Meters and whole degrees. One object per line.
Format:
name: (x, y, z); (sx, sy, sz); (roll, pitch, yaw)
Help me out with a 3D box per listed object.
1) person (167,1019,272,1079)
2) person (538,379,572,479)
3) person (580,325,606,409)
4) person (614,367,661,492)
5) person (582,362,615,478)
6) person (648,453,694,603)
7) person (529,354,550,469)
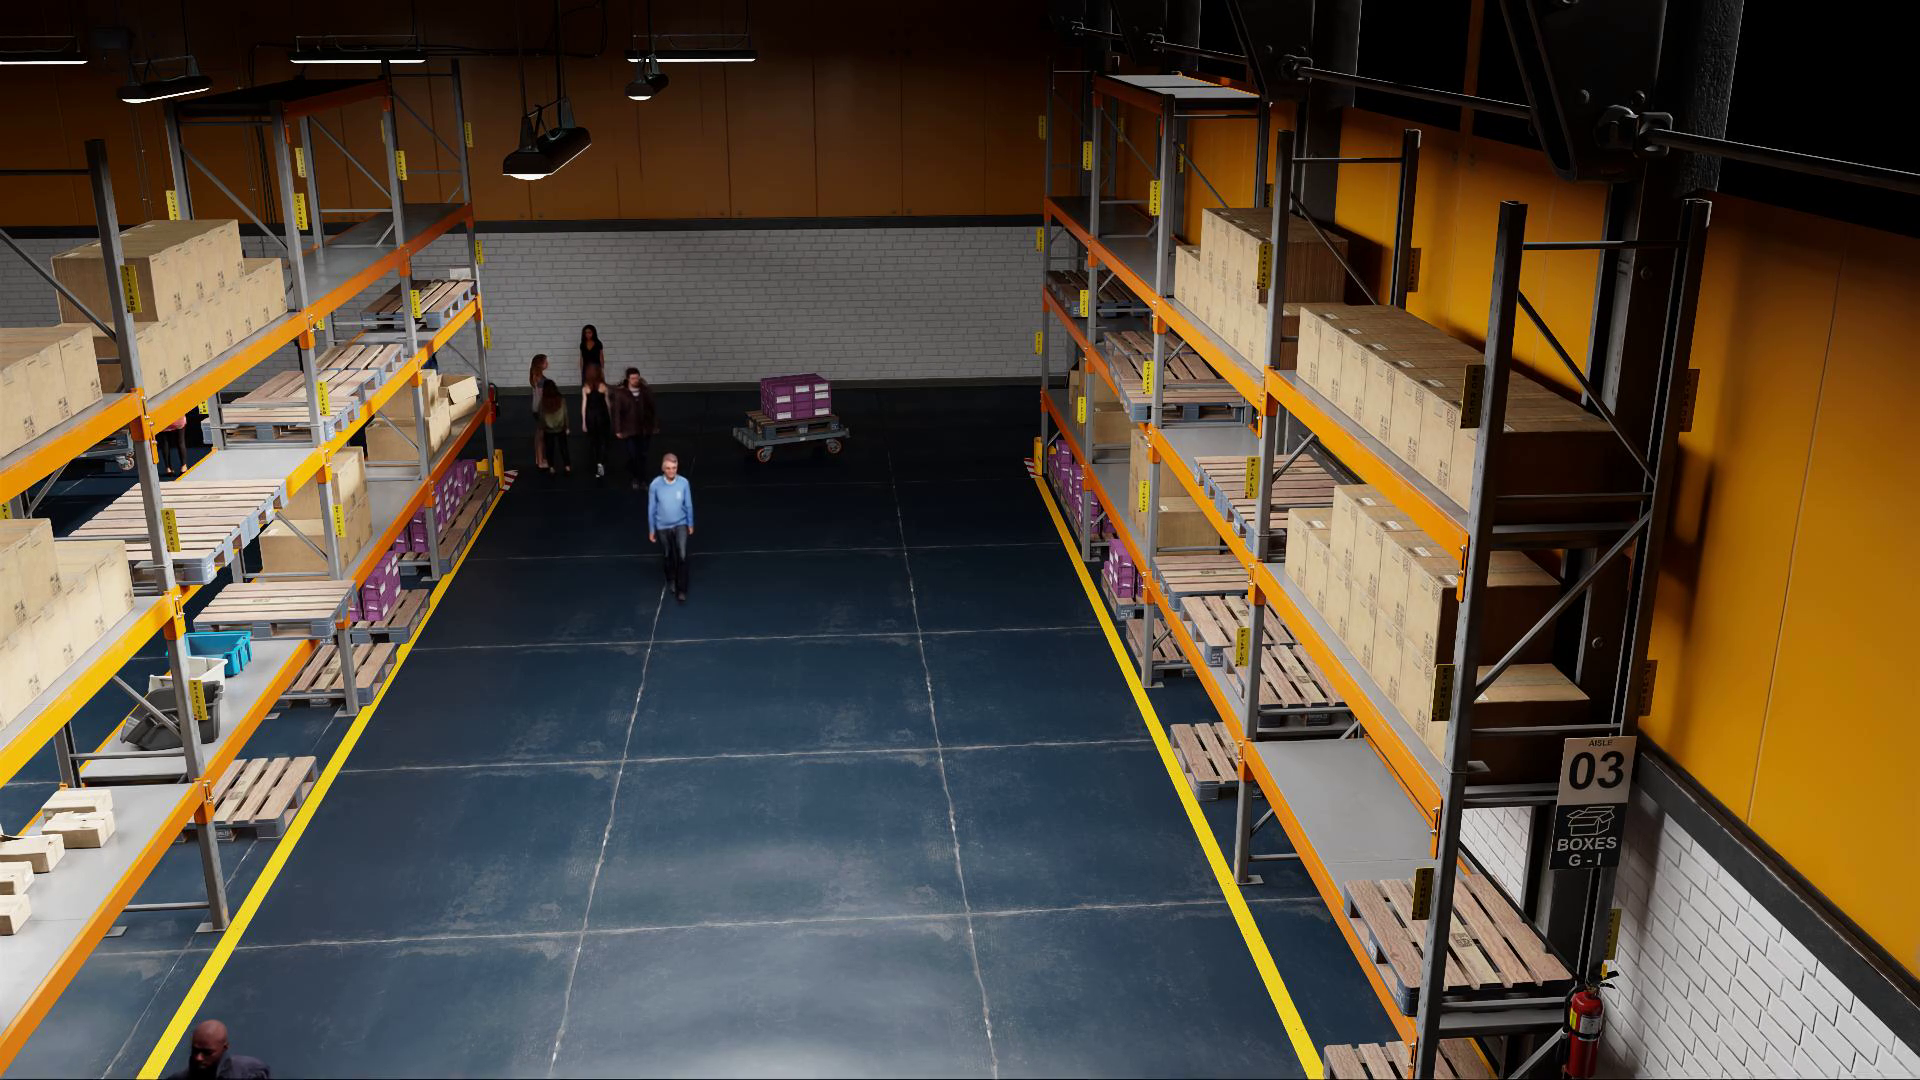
person: (-3.997, 3.383, 9.040); (0.834, 1.821, 0.804); (-9, 21, -24)
person: (-5.980, -1.638, 24.499); (0.634, 1.469, 0.581); (-5, 19, -15)
person: (-5.985, -2.669, 27.144); (0.538, 1.735, 0.527); (-2, 19, -6)
person: (-4.683, -1.601, 23.831); (0.901, 1.826, 0.865); (-13, 23, -34)
person: (-5.306, -1.725, 24.358); (0.629, 1.725, 0.863); (-3, 19, -10)
person: (-3.434, -0.194, 19.748); (0.725, 1.764, 1.038); (-3, 19, -8)
person: (-6.322, -1.953, 25.036); (0.708, 1.724, 0.561); (-7, 20, -20)
